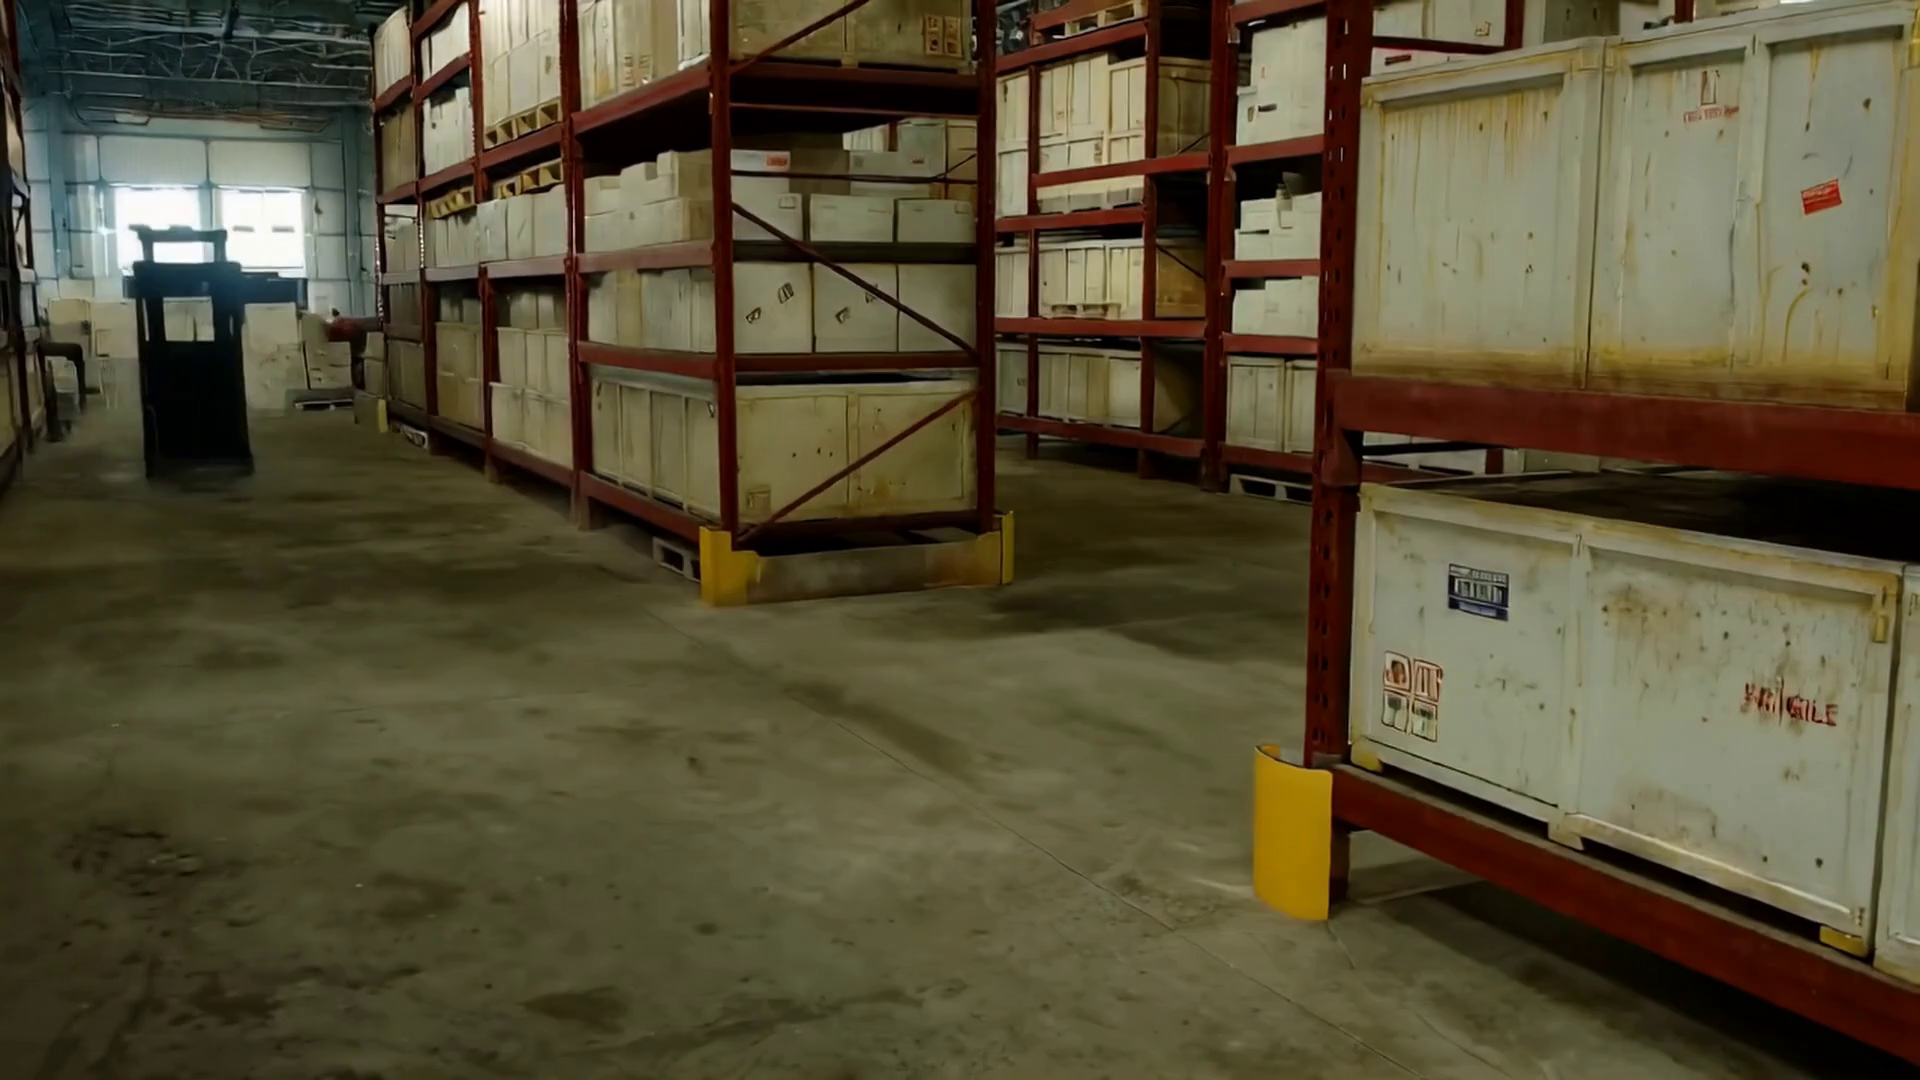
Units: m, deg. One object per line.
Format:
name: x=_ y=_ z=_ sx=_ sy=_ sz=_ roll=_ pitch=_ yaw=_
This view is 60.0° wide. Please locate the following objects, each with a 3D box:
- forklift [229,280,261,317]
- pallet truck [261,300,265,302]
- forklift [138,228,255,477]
forklift: x=-21.439 y=-6.646 z=49.917 sx=1.873 sy=2.768 sz=1.129 roll=6 pitch=10 yaw=35
pallet truck: x=-23.913 y=-7.404 z=58.171 sx=1.885 sy=1.965 sz=0.823 roll=-1 pitch=8 yaw=-9
forklift: x=-8.960 y=-2.215 z=19.362 sx=1.129 sy=2.768 sz=1.873 roll=-4 pitch=9 yaw=-26
